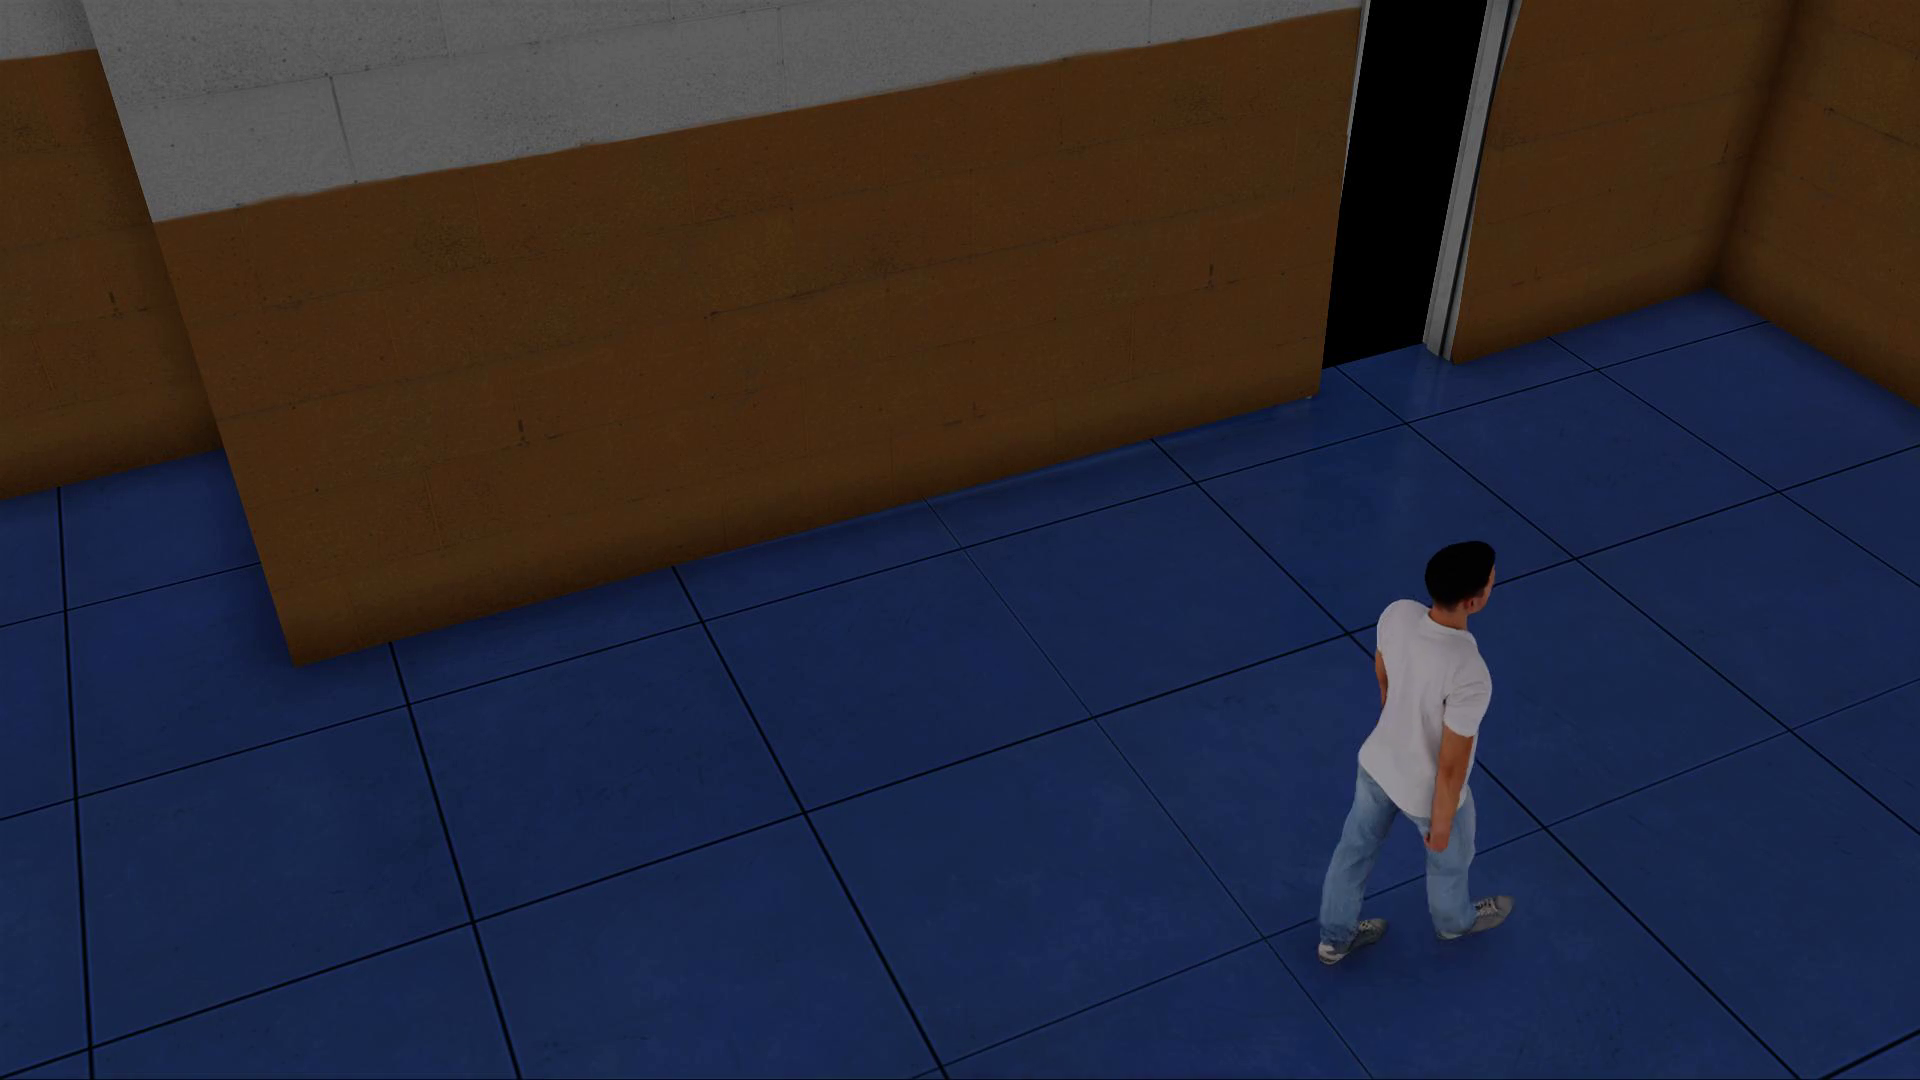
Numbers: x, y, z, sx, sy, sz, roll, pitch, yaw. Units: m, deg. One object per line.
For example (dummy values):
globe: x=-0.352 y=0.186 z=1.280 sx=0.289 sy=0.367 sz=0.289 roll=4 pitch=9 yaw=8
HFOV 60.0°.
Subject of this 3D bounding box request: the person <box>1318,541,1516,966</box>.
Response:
person: x=1.462 y=0.800 z=5.601 sx=0.739 sy=1.840 sz=0.896 roll=-17 pitch=40 yaw=-21
